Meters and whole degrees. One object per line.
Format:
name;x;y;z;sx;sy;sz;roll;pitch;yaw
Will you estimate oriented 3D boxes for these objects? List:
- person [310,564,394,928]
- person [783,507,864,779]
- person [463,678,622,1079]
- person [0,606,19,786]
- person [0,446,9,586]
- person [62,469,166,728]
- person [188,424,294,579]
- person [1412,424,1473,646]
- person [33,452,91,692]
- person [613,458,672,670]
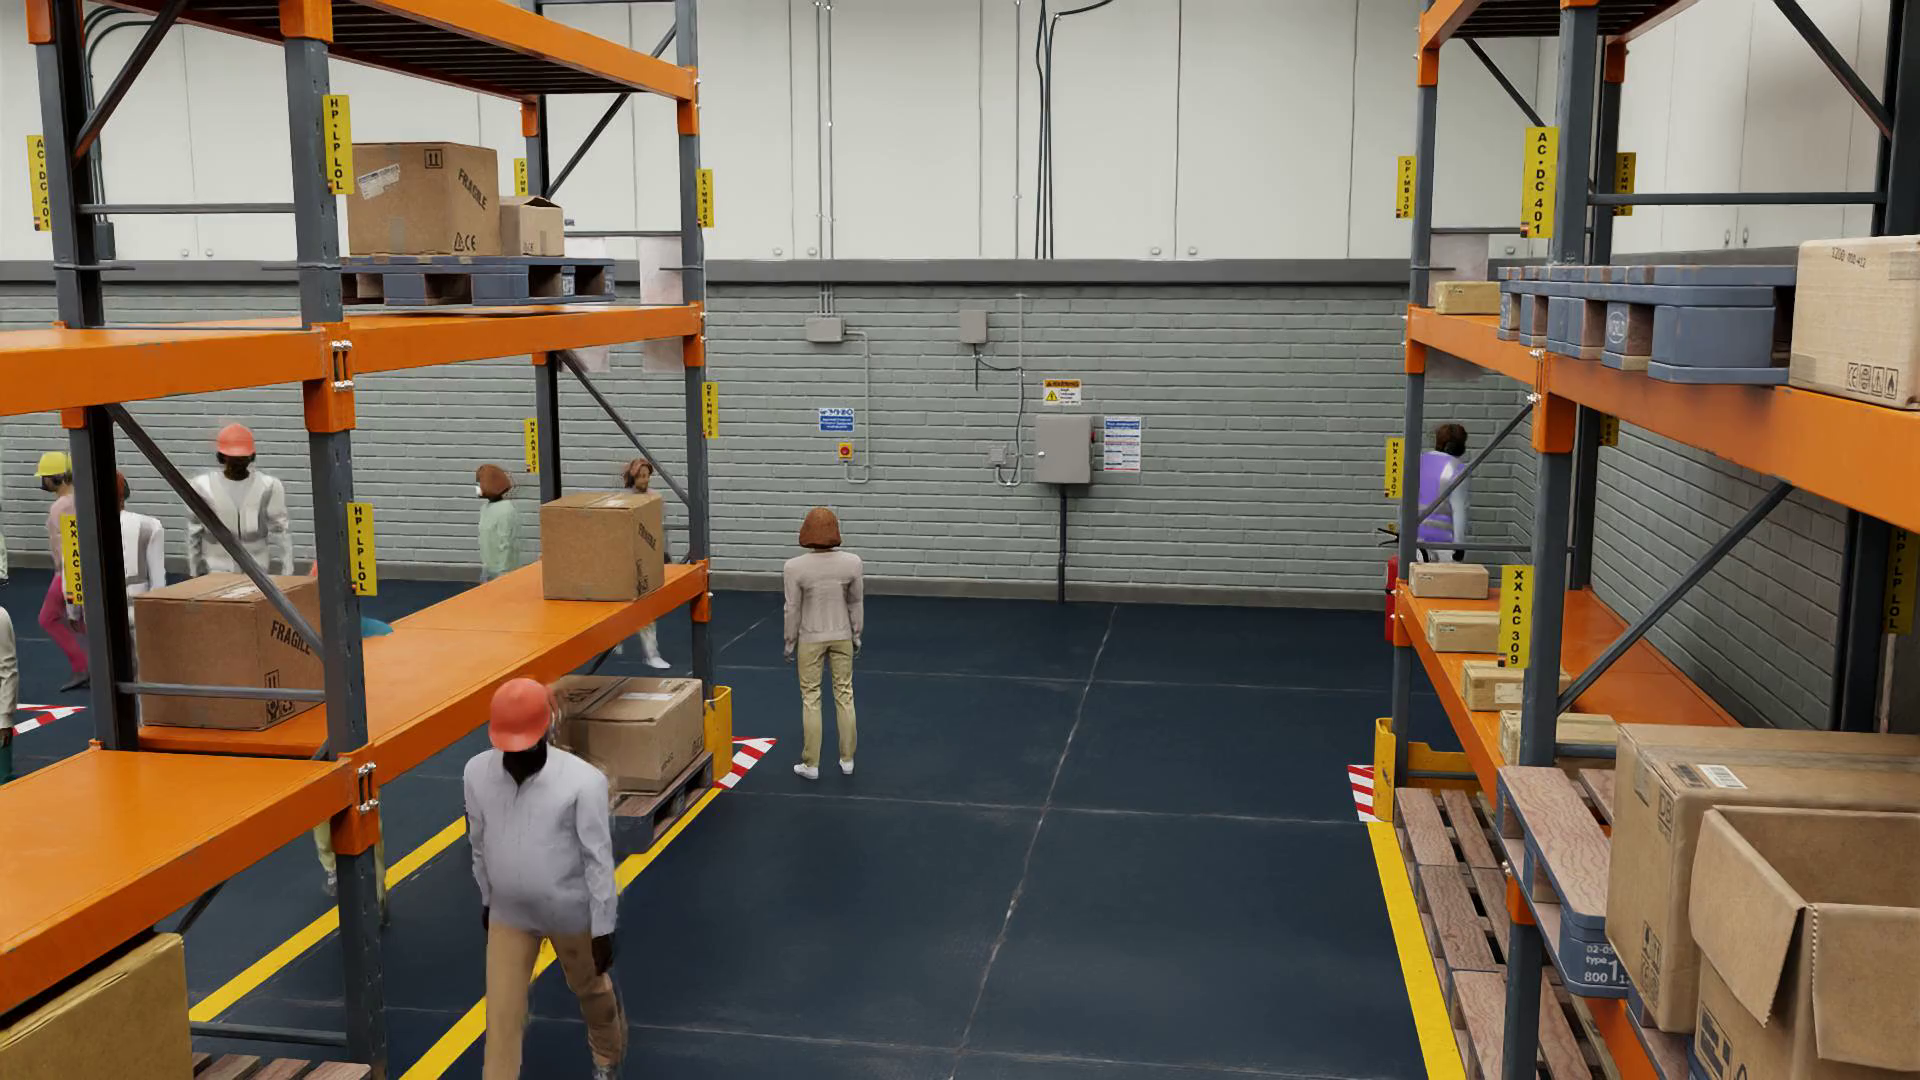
person;-2.929;0.924;7.831;0.568;1.701;0.878;-3;10;-18
person;-0.816;0.613;9.958;0.503;1.636;0.280;-4;10;-23
person;-1.452;1.275;5.760;0.589;1.675;0.982;2;9;11
person;-4.810;0.852;8.079;0.528;1.772;0.300;2;9;13
person;-9.431;-0.407;15.946;0.574;1.738;0.352;3;10;18
person;-5.208;0.463;10.290;0.573;1.836;0.951;-6;11;-31
person;-4.904;0.205;11.385;0.639;1.986;1.030;-6;11;-31
person;3.880;-0.039;13.431;0.564;1.810;0.711;-5;11;-30
person;-6.375;0.240;11.917;0.441;1.748;0.554;-1;9;-9
person;-2.503;0.161;12.803;0.713;1.615;0.515;5;11;30
